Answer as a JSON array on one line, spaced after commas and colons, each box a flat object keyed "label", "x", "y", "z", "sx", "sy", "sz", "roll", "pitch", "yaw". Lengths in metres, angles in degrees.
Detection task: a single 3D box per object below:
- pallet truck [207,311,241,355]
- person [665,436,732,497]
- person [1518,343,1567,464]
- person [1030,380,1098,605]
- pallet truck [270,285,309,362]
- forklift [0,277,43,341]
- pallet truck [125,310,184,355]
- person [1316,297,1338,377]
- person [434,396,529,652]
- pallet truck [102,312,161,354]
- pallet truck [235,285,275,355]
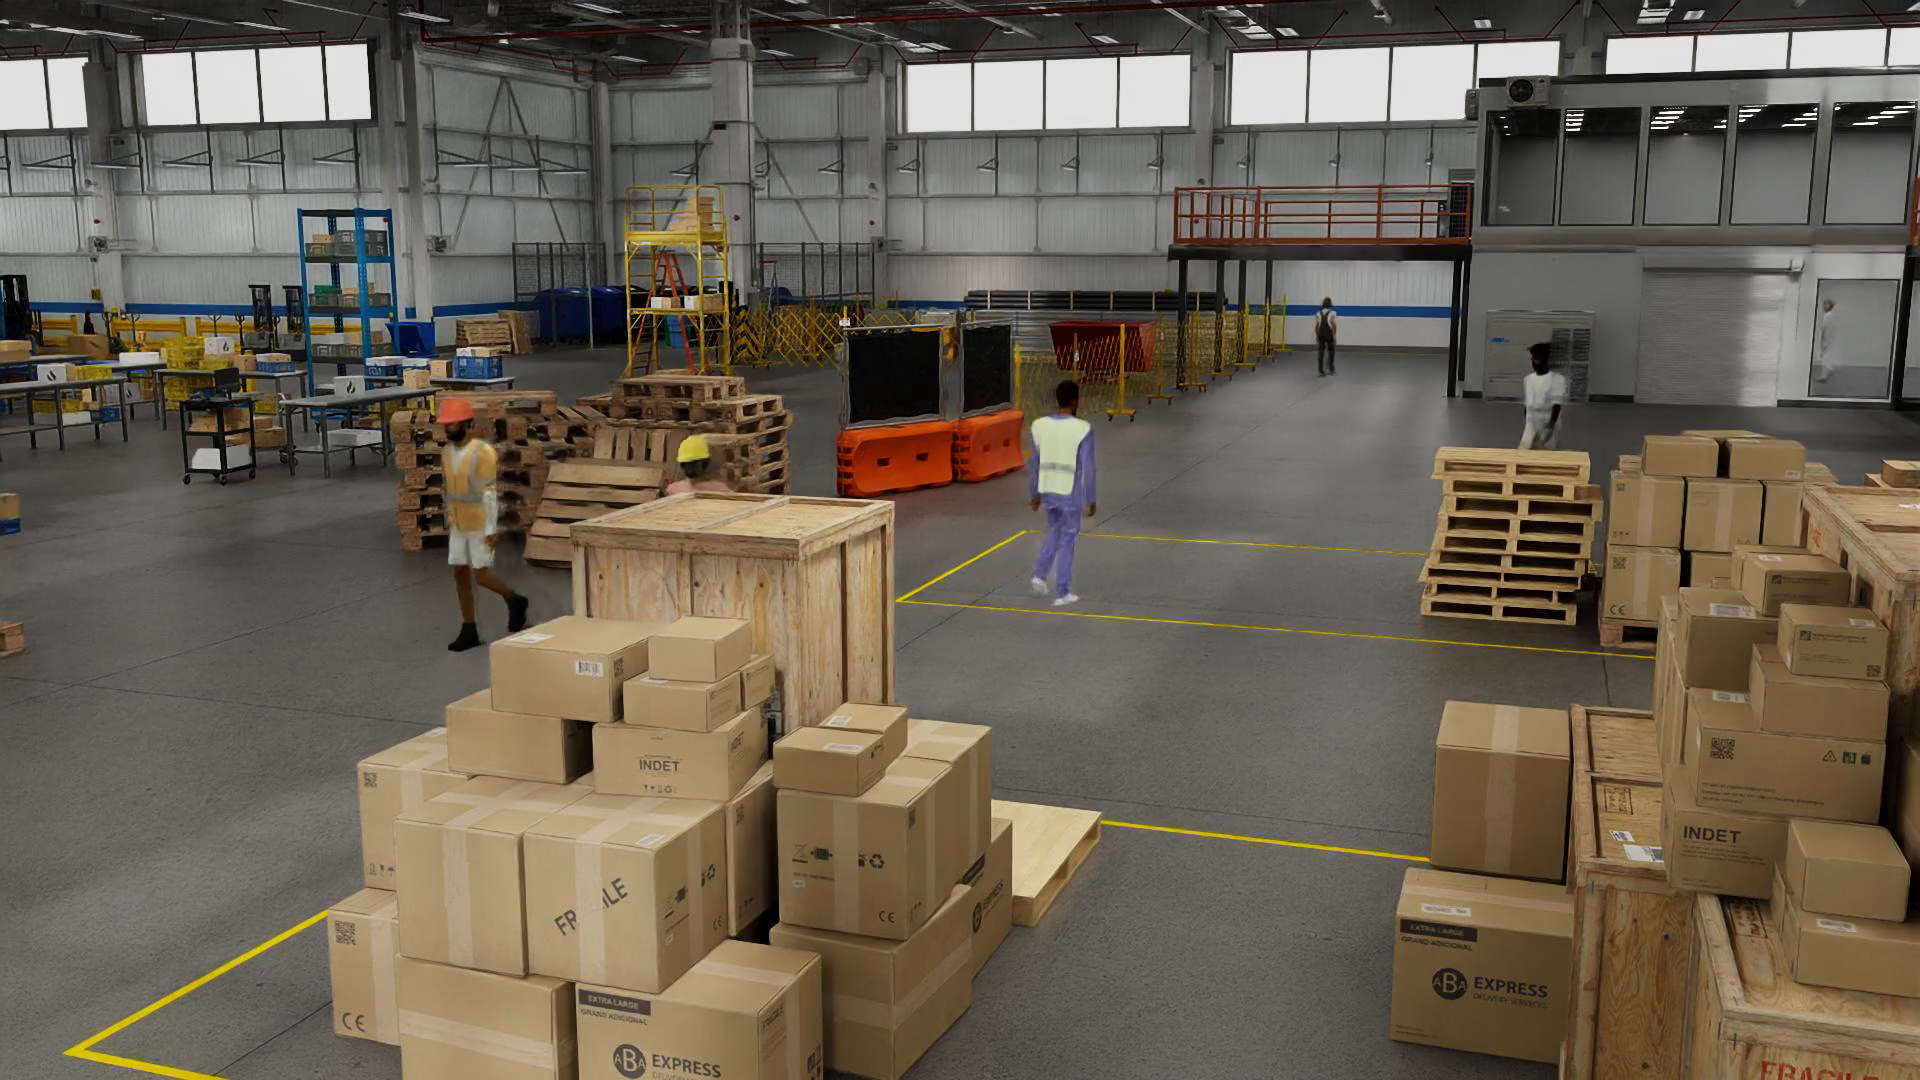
[{"label": "pallet truck", "x": -19.537, "y": -5.575, "z": 44.913, "sx": 0.653, "sy": 1.274, "sz": 1.630, "roll": 3, "pitch": 11, "yaw": 19}, {"label": "person", "x": -1.826, "y": 0.119, "z": 11.679, "sx": 0.542, "sy": 1.724, "sz": 0.918, "roll": 4, "pitch": 11, "yaw": 22}, {"label": "person", "x": 6.755, "y": -1.330, "z": 19.299, "sx": 0.989, "sy": 1.920, "sz": 0.607, "roll": -7, "pitch": 12, "yaw": -34}, {"label": "person", "x": 0.876, "y": -0.392, "z": 14.033, "sx": 0.587, "sy": 1.906, "sz": 0.442, "roll": 8, "pitch": 13, "yaw": 38}, {"label": "pallet truck", "x": -17.147, "y": -5.700, "z": 43.663, "sx": 0.823, "sy": 1.965, "sz": 1.885, "roll": 3, "pitch": 11, "yaw": 17}, {"label": "forklift", "x": -27.151, "y": -6.329, "z": 46.328, "sx": 1.157, "sy": 1.987, "sz": 2.680, "roll": 3, "pitch": 11, "yaw": 17}, {"label": "pallet truck", "x": -22.038, "y": -5.665, "z": 45.457, "sx": 0.704, "sy": 1.261, "sz": 1.522, "roll": 3, "pitch": 11, "yaw": 17}, {"label": "person", "x": 8.531, "y": -4.700, "z": 38.536, "sx": 0.540, "sy": 1.814, "sz": 0.852, "roll": 6, "pitch": 12, "yaw": 32}, {"label": "person", "x": -3.635, "y": -0.136, "z": 12.539, "sx": 0.568, "sy": 1.920, "sz": 0.609, "roll": 6, "pitch": 12, "yaw": 29}, {"label": "pallet truck", "x": -23.057, "y": -5.777, "z": 46.261, "sx": 0.680, "sy": 1.201, "sz": 1.601, "roll": 3, "pitch": 11, "yaw": 19}, {"label": "pallet truck", "x": -18.327, "y": -5.835, "z": 44.421, "sx": 0.823, "sy": 1.965, "sz": 1.885, "roll": 4, "pitch": 11, "yaw": 23}]
